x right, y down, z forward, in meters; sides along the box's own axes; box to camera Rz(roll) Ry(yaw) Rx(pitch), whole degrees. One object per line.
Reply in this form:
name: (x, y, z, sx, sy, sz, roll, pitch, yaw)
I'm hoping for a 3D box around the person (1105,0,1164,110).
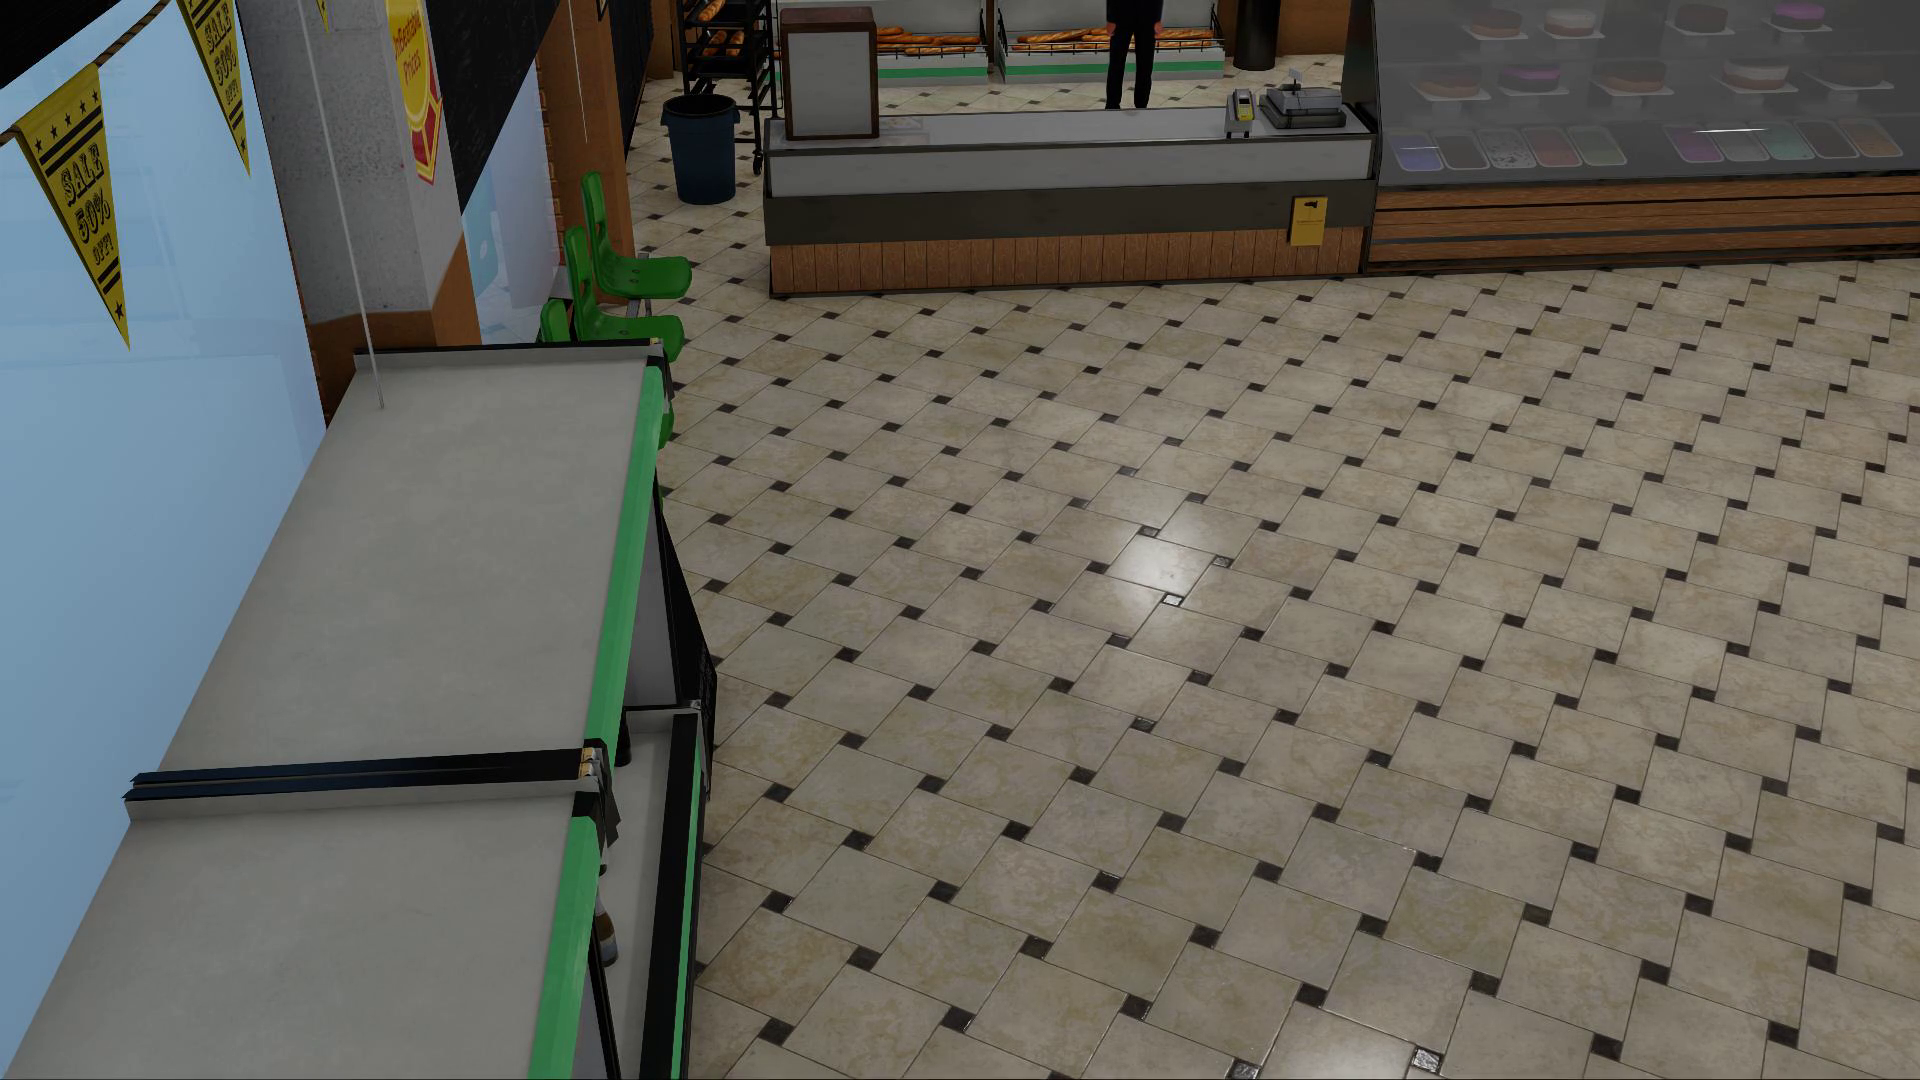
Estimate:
person: (1.418, -4.247, 13.479, 0.612, 1.868, 0.568, -3, 32, -4)
